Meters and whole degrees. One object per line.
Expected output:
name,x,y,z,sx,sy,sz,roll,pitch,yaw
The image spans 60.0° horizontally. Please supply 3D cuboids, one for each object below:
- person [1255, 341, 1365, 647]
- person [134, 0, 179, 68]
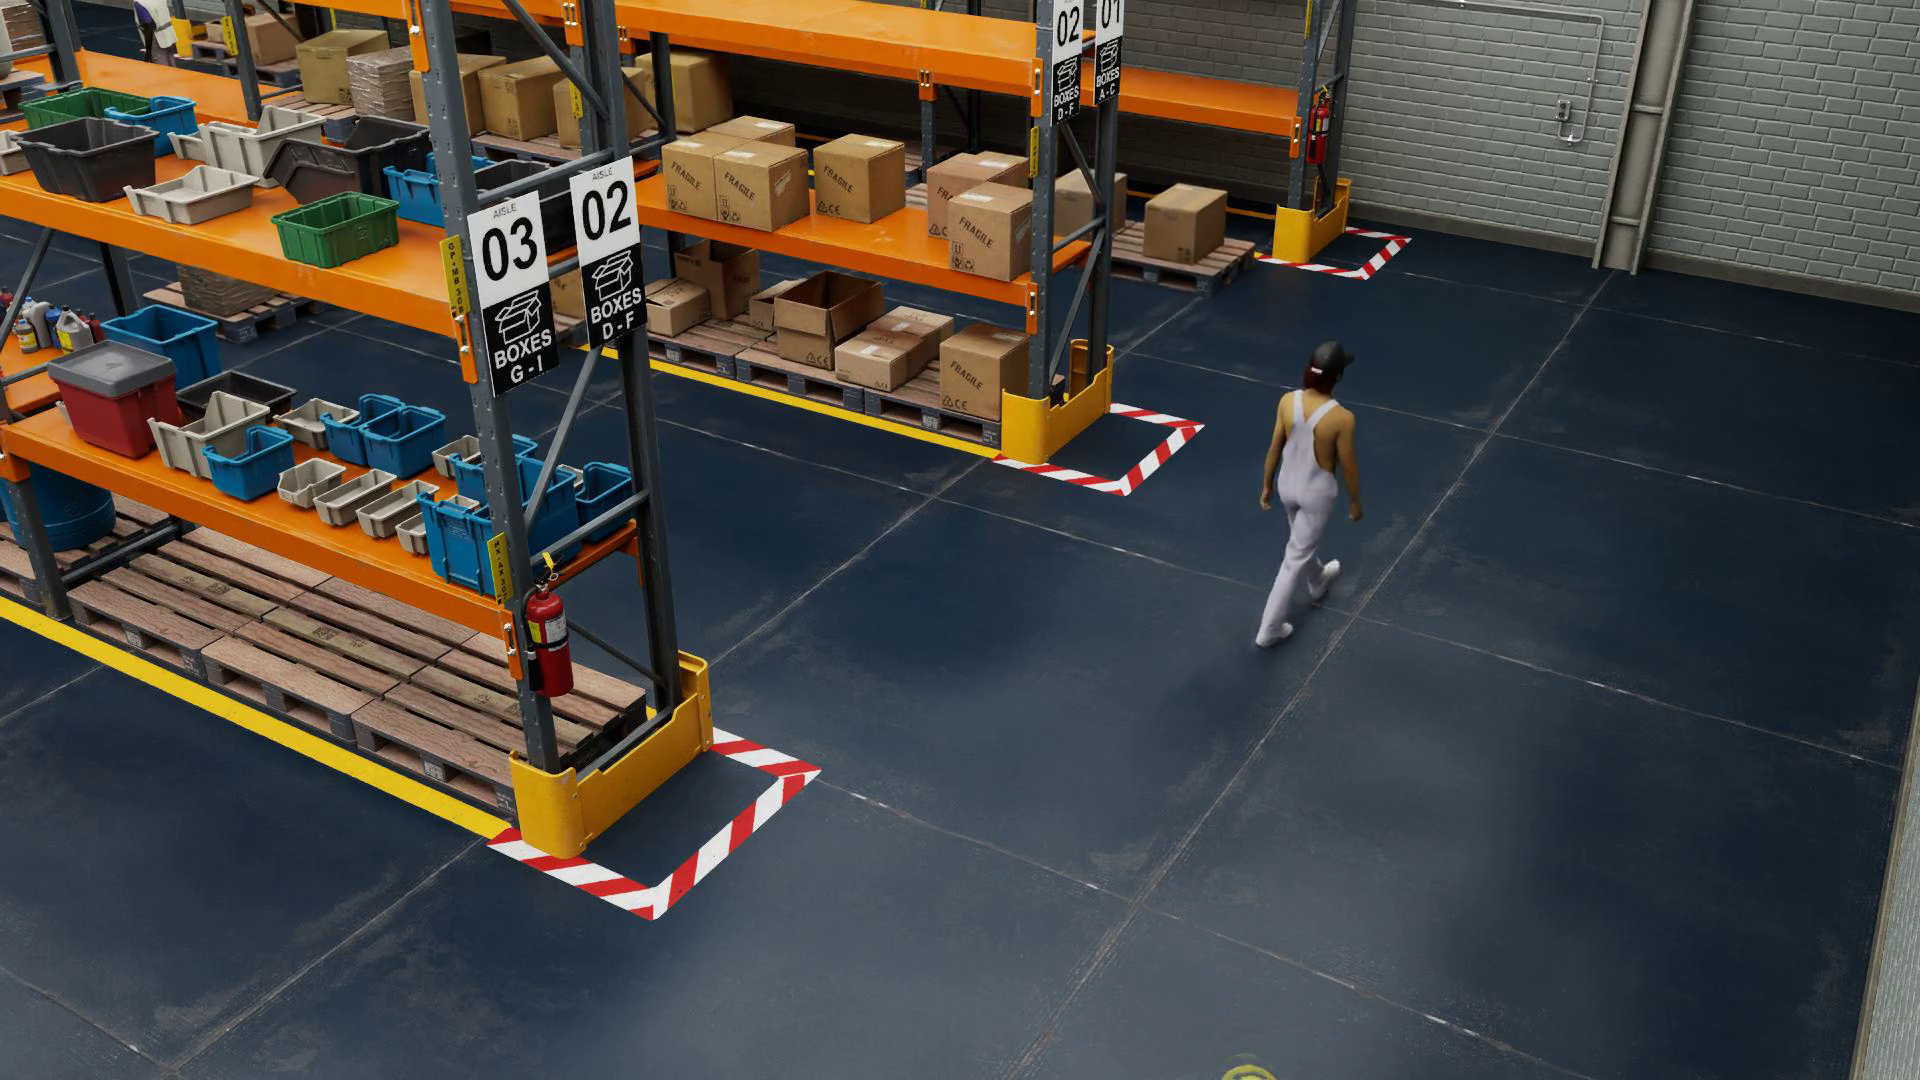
person,2.071,-0.303,9.589,0.536,1.806,0.979,25,38,37
person,-9.264,-5.706,19.251,0.390,1.846,0.562,1,29,1
